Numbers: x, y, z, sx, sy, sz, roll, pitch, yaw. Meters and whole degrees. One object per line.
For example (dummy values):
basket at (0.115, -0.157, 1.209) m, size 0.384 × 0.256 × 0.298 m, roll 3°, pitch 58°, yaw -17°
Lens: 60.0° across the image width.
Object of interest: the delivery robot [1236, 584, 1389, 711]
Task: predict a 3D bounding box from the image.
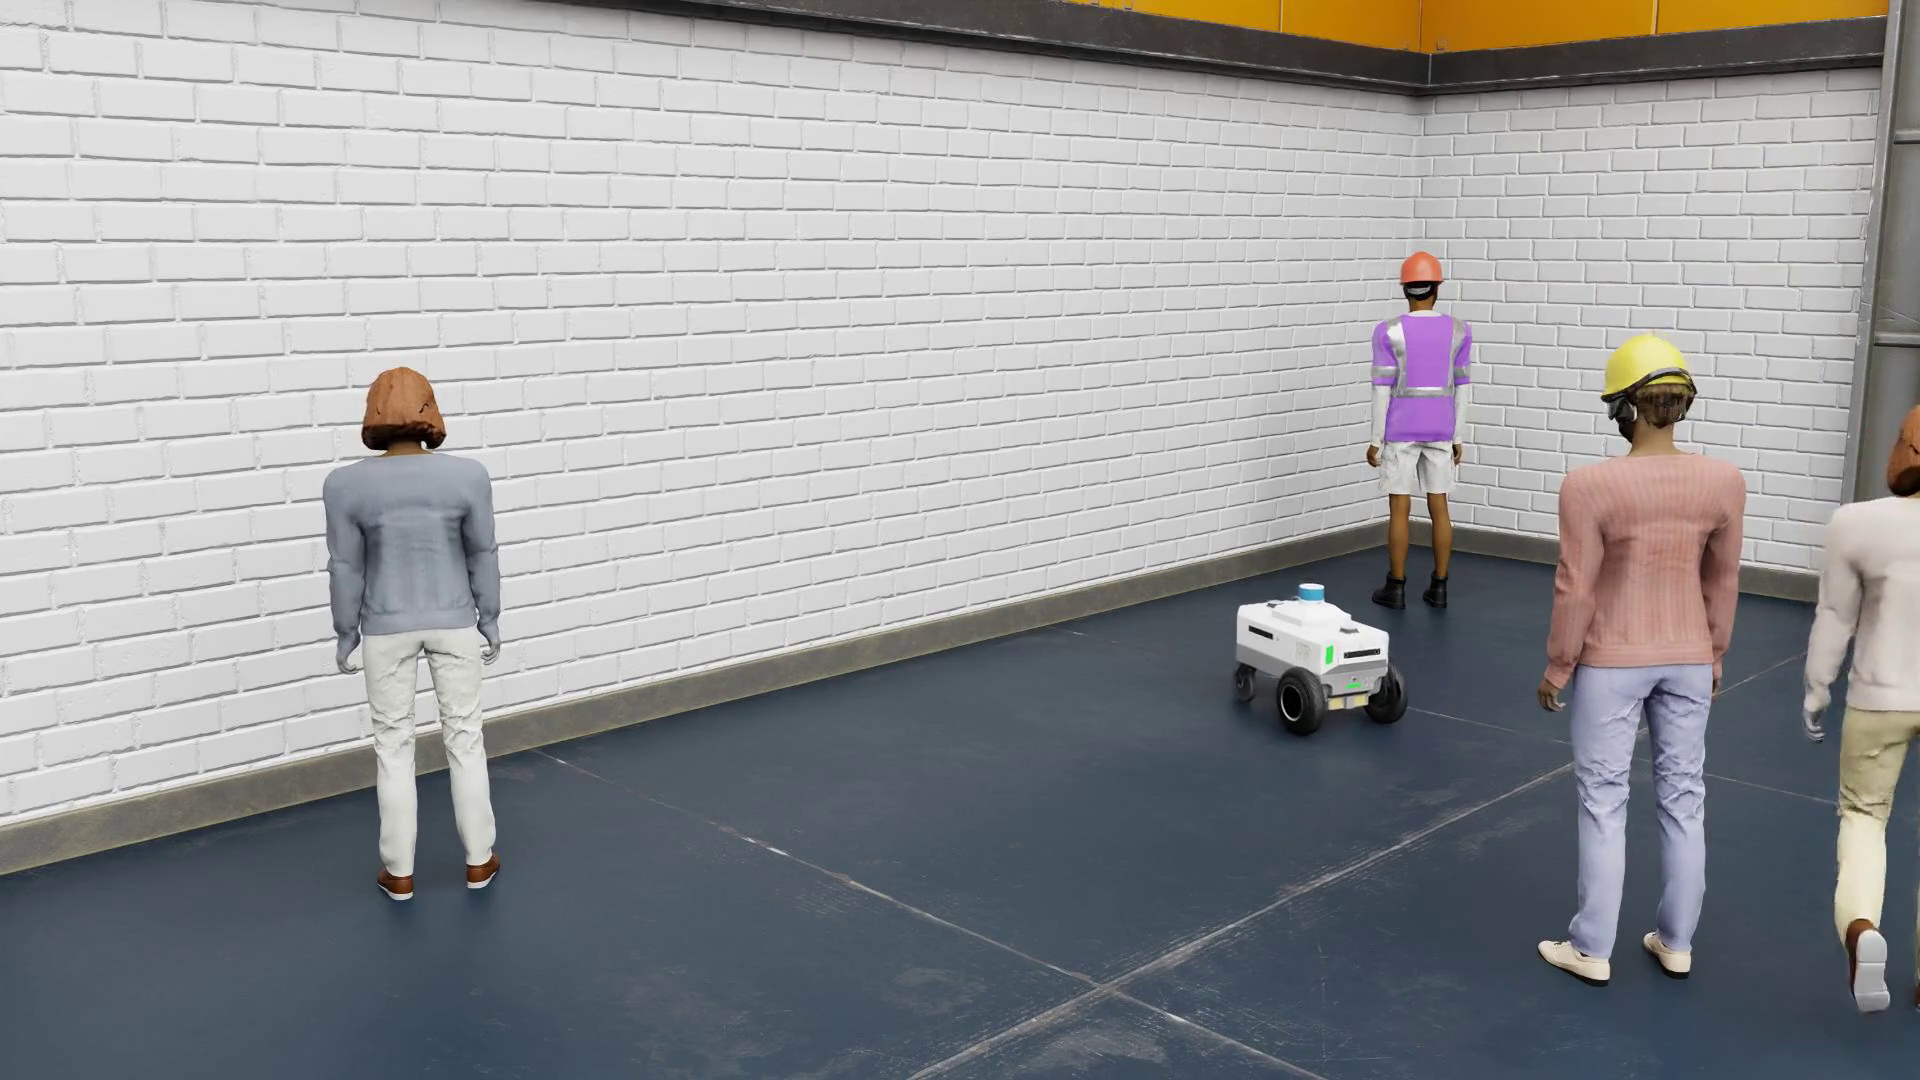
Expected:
delivery robot at (1.474, 0.428, 7.007) m, size 0.477 × 0.478 × 0.707 m, roll -5°, pitch 11°, yaw -24°

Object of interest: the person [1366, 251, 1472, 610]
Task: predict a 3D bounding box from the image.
person at (2.469, -0.584, 9.019) m, size 0.547 × 1.934 × 0.375 m, roll -1°, pitch 10°, yaw -4°

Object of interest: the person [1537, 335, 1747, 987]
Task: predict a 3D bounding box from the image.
person at (1.821, 0.334, 4.494) m, size 0.524 × 1.760 × 0.327 m, roll -1°, pitch 10°, yaw -7°

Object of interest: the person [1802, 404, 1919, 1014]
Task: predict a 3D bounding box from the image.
person at (2.426, 0.453, 4.228) m, size 0.545 × 1.615 × 0.537 m, roll 7°, pitch 12°, yaw 32°

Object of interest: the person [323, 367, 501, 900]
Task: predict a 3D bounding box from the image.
person at (-1.657, 0.287, 5.088) m, size 0.499 × 1.633 × 0.279 m, roll -4°, pitch 11°, yaw -20°
